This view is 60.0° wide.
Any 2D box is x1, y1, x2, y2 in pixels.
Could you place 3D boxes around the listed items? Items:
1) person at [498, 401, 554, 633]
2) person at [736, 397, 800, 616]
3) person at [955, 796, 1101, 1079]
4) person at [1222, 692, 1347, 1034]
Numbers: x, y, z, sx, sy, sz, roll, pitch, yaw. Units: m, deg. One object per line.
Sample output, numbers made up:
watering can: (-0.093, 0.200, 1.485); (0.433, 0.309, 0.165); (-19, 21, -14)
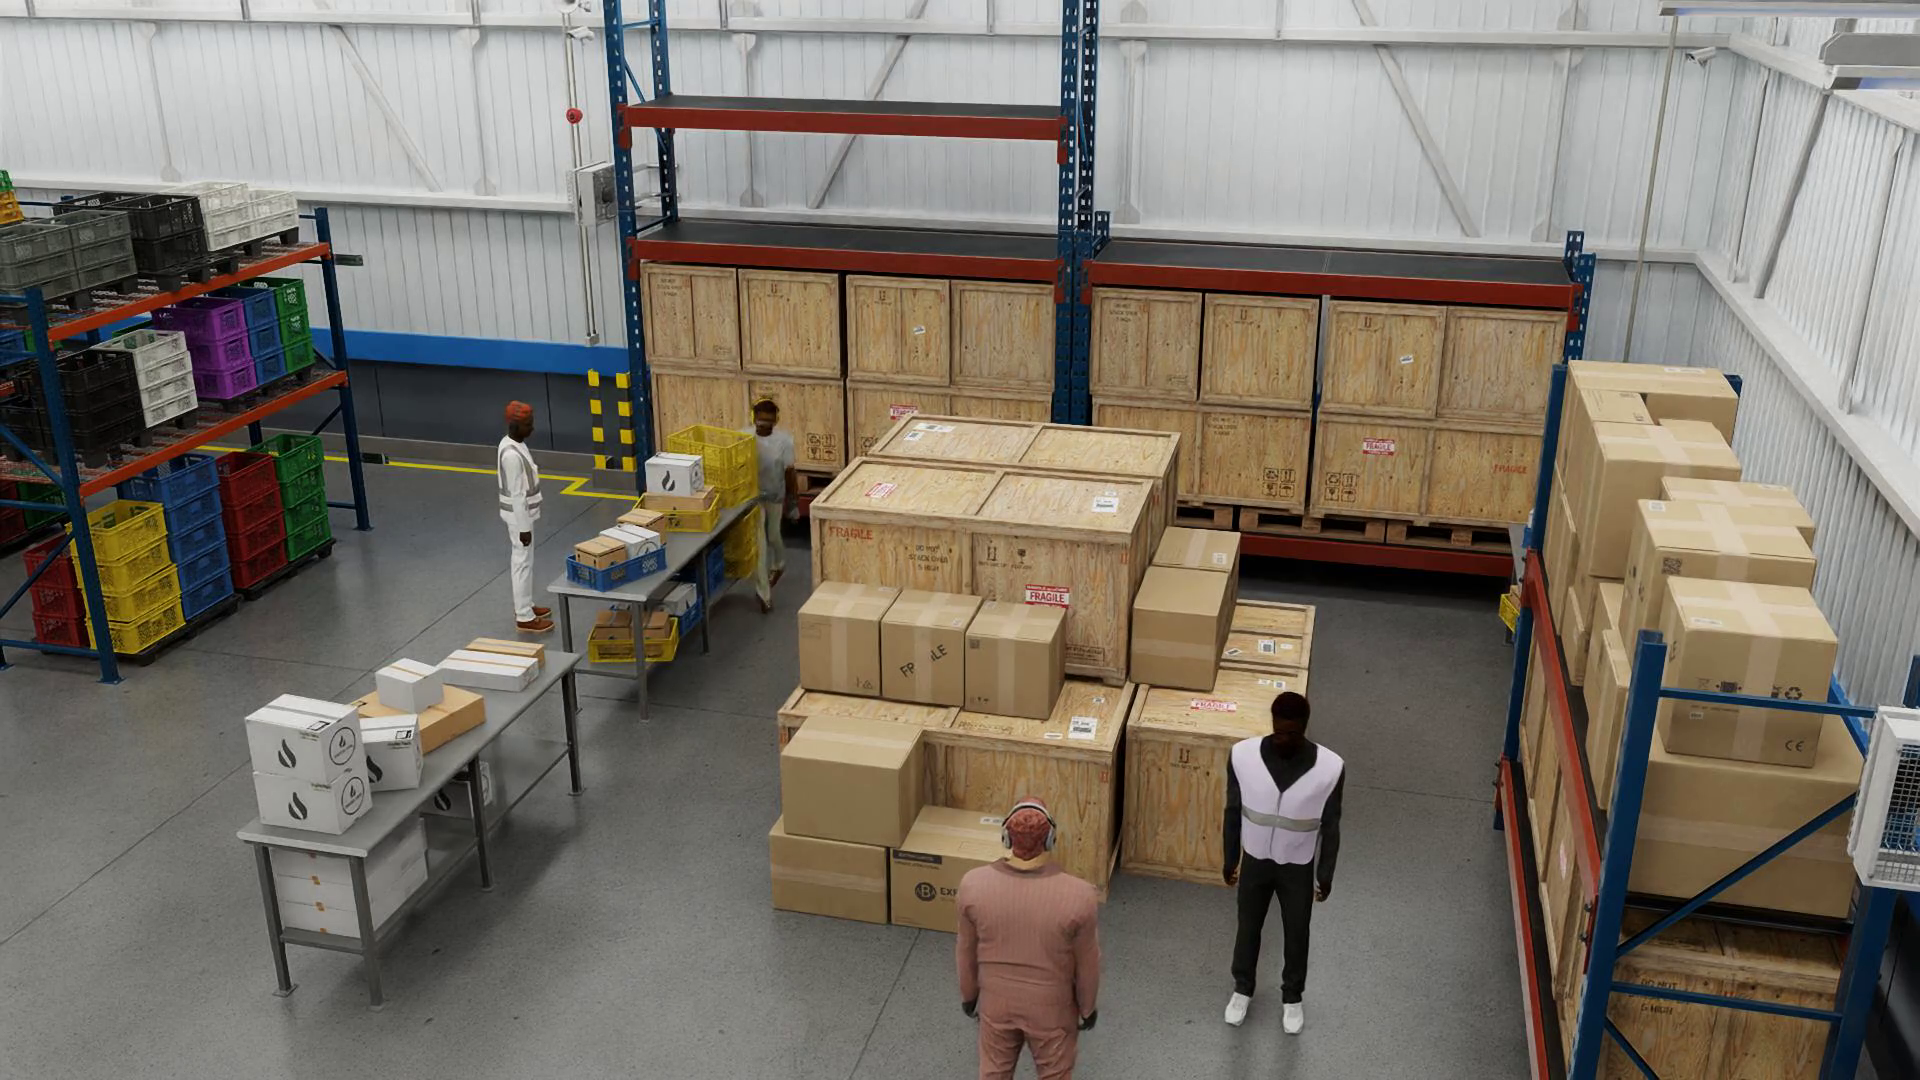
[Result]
person: (-3.487, -0.192, 13.263); (0.342, 1.884, 0.584); (-5, 22, -14)
person: (-1.589, -0.342, 13.774); (0.528, 1.812, 0.955); (0, 21, 1)
person: (0.306, 2.024, 7.459); (0.651, 1.900, 0.398); (6, 22, 15)
person: (1.635, 1.620, 8.497); (0.587, 1.912, 0.384); (6, 22, 16)
